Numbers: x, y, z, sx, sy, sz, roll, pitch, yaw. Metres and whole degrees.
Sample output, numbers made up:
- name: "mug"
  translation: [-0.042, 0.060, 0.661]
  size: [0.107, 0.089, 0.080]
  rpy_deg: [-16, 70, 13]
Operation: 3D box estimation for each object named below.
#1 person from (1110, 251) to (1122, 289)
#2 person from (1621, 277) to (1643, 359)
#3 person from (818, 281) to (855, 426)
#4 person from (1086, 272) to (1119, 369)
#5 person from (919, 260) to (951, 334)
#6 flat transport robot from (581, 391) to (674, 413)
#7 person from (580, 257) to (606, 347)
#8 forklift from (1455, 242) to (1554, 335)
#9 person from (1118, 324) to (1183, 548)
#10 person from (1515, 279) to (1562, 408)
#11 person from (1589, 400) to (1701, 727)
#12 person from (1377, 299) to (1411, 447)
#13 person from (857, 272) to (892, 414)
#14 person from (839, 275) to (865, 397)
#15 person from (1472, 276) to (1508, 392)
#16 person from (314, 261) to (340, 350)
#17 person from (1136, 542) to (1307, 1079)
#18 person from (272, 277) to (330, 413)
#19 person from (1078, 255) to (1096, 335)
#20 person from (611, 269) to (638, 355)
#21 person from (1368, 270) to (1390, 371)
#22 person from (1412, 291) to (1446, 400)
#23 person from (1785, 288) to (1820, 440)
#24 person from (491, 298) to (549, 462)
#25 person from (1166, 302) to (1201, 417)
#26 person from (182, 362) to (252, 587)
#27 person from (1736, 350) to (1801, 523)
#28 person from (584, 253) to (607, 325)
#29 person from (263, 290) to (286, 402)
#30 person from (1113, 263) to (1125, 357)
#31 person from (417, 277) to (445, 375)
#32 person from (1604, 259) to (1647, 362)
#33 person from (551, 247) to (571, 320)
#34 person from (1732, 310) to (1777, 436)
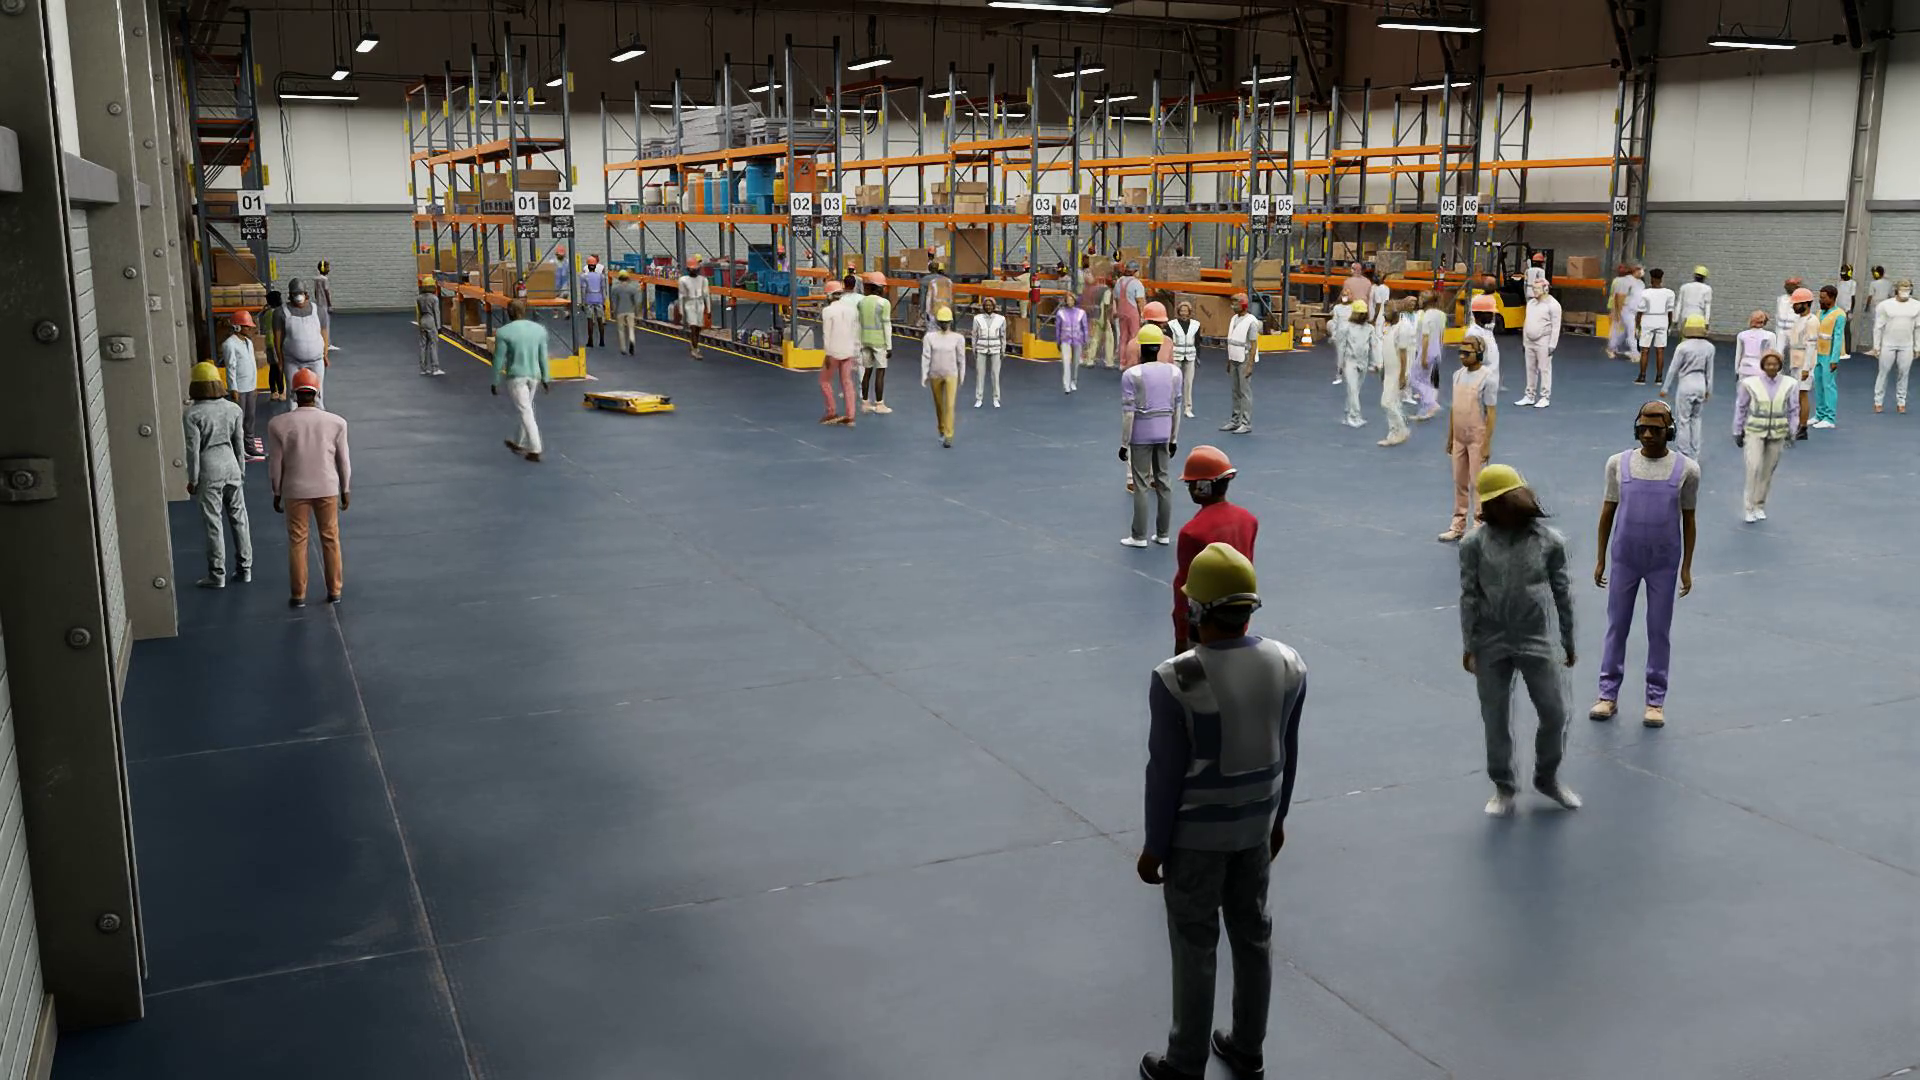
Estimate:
- name: "person"
  translation: [4.179, -6.818, 44.619]
  size: [0.315, 1.869, 0.526]
  rpy_deg: [-4, 12, -20]
- name: "person"
  translation: [13.397, -4.412, 32.961]
  size: [0.854, 1.646, 0.583]
  rpy_deg: [-10, 15, -41]
- name: "person"
  translation: [-1.666, -2.526, 22.575]
  size: [0.637, 1.957, 0.636]
  rpy_deg: [9, 14, 38]
- name: "person"
  translation: [2.670, -4.046, 30.694]
  size: [0.574, 1.810, 0.586]
  rpy_deg: [-2, 11, -8]
- name: "person"
  translation: [-0.500, -4.569, 33.009]
  size: [0.627, 1.940, 0.372]
  rpy_deg: [-2, 11, -9]
- name: "flat transport robot"
  translation: [-4.896, -2.045, 24.437]
  size: [1.431, 0.197, 0.652]
  rpy_deg: [11, 16, 44]
- name: "person"
  translation: [-7.912, -5.132, 35.876]
  size: [0.552, 1.937, 0.356]
  rpy_deg: [-6, 13, -27]
- name: "forklift"
  translation: [13.047, -6.049, 39.881]
  size: [2.313, 2.155, 1.214]
  rpy_deg: [-5, 12, -23]
- name: "person"
  translation: [1.628, -0.889, 14.337]
  size: [0.588, 1.927, 0.365]
  rpy_deg: [-6, 12, -26]
- name: "person"
  translation: [8.599, -2.924, 24.731]
  size: [0.399, 1.909, 0.642]
  rpy_deg: [-5, 12, -25]
- name: "person"
  translation: [3.852, 0.130, 9.366]
  size: [0.514, 1.843, 0.327]
  rpy_deg: [6, 13, 28]
- name: "person"
  translation: [5.293, -2.034, 20.398]
  size: [0.404, 1.829, 0.548]
  rpy_deg: [-2, 11, -9]
- name: "person"
  translation: [-1.198, -2.824, 23.899]
  size: [0.610, 2.039, 0.400]
  rpy_deg: [9, 14, 39]
- name: "person"
  translation: [-1.693, -3.177, 25.987]
  size: [0.592, 1.917, 0.375]
  rpy_deg: [-6, 12, -26]
- name: "person"
  translation: [8.491, -3.281, 26.691]
  size: [0.580, 1.854, 0.835]
  rpy_deg: [-8, 14, -36]
- name: "person"
  translation: [-13.388, -4.928, 35.048]
  size: [0.519, 1.858, 0.331]
  rpy_deg: [10, 15, 42]
- name: "person"
  translation: [0.827, 0.914, 5.417]
  size: [0.591, 1.833, 0.403]
  rpy_deg: [-6, 13, -29]
- name: "person"
  translation: [-8.647, -2.436, 21.911]
  size: [0.689, 2.000, 0.537]
  rpy_deg: [-7, 13, -31]
- name: "person"
  translation: [2.977, -5.742, 39.109]
  size: [0.629, 1.876, 0.944]
  rpy_deg: [-5, 12, -23]
- name: "person"
  translation: [-6.785, -4.609, 33.683]
  size: [0.537, 1.747, 0.617]
  rpy_deg: [-4, 12, -18]
- name: "person"
  translation: [7.659, -4.017, 30.446]
  size: [0.345, 1.847, 0.504]
  rpy_deg: [7, 13, 32]
- name: "person"
  translation: [7.243, -3.001, 25.681]
  size: [0.319, 1.694, 0.533]
  rpy_deg: [-9, 14, -39]
- name: "person"
  translation: [10.703, -2.239, 21.224]
  size: [0.388, 1.924, 0.549]
  rpy_deg: [1, 11, 6]
- name: "person"
  translation: [-5.186, -1.886, 19.522]
  size: [1.037, 1.879, 0.660]
  rpy_deg: [10, 15, 42]
- name: "person"
  translation: [3.139, -2.538, 23.459]
  size: [0.520, 1.636, 0.312]
  rpy_deg: [-1, 11, -7]
- name: "person"
  translation: [-5.753, -0.505, 12.856]
  size: [0.295, 1.745, 0.486]
  rpy_deg: [7, 13, 32]
- name: "person"
  translation: [7.514, -0.949, 15.463]
  size: [0.513, 1.607, 0.740]
  rpy_deg: [3, 11, 14]
- name: "person"
  translation: [-9.352, -6.422, 42.686]
  size: [0.563, 1.838, 0.390]
  rpy_deg: [0, 11, 0]
- name: "person"
  translation: [-10.470, -2.971, 25.504]
  size: [0.530, 1.697, 0.321]
  rpy_deg: [11, 15, 43]
- name: "person"
  translation: [3.195, -4.614, 33.387]
  size: [0.355, 1.882, 0.576]
  rpy_deg: [3, 12, 16]
- name: "person"
  translation: [-9.490, -3.833, 29.802]
  size: [0.483, 1.734, 0.343]
  rpy_deg: [5, 12, 24]
- name: "person"
  translation: [13.050, -4.516, 32.481]
  size: [0.688, 2.000, 0.932]
  rpy_deg: [-9, 15, -40]
- name: "person"
  translation: [-10.795, -6.925, 44.961]
  size: [0.628, 1.961, 1.184]
  rpy_deg: [-4, 12, -18]
- name: "person"
  translation: [10.225, -2.133, 21.424]
  size: [0.314, 1.629, 0.508]
  rpy_deg: [-9, 14, -38]
